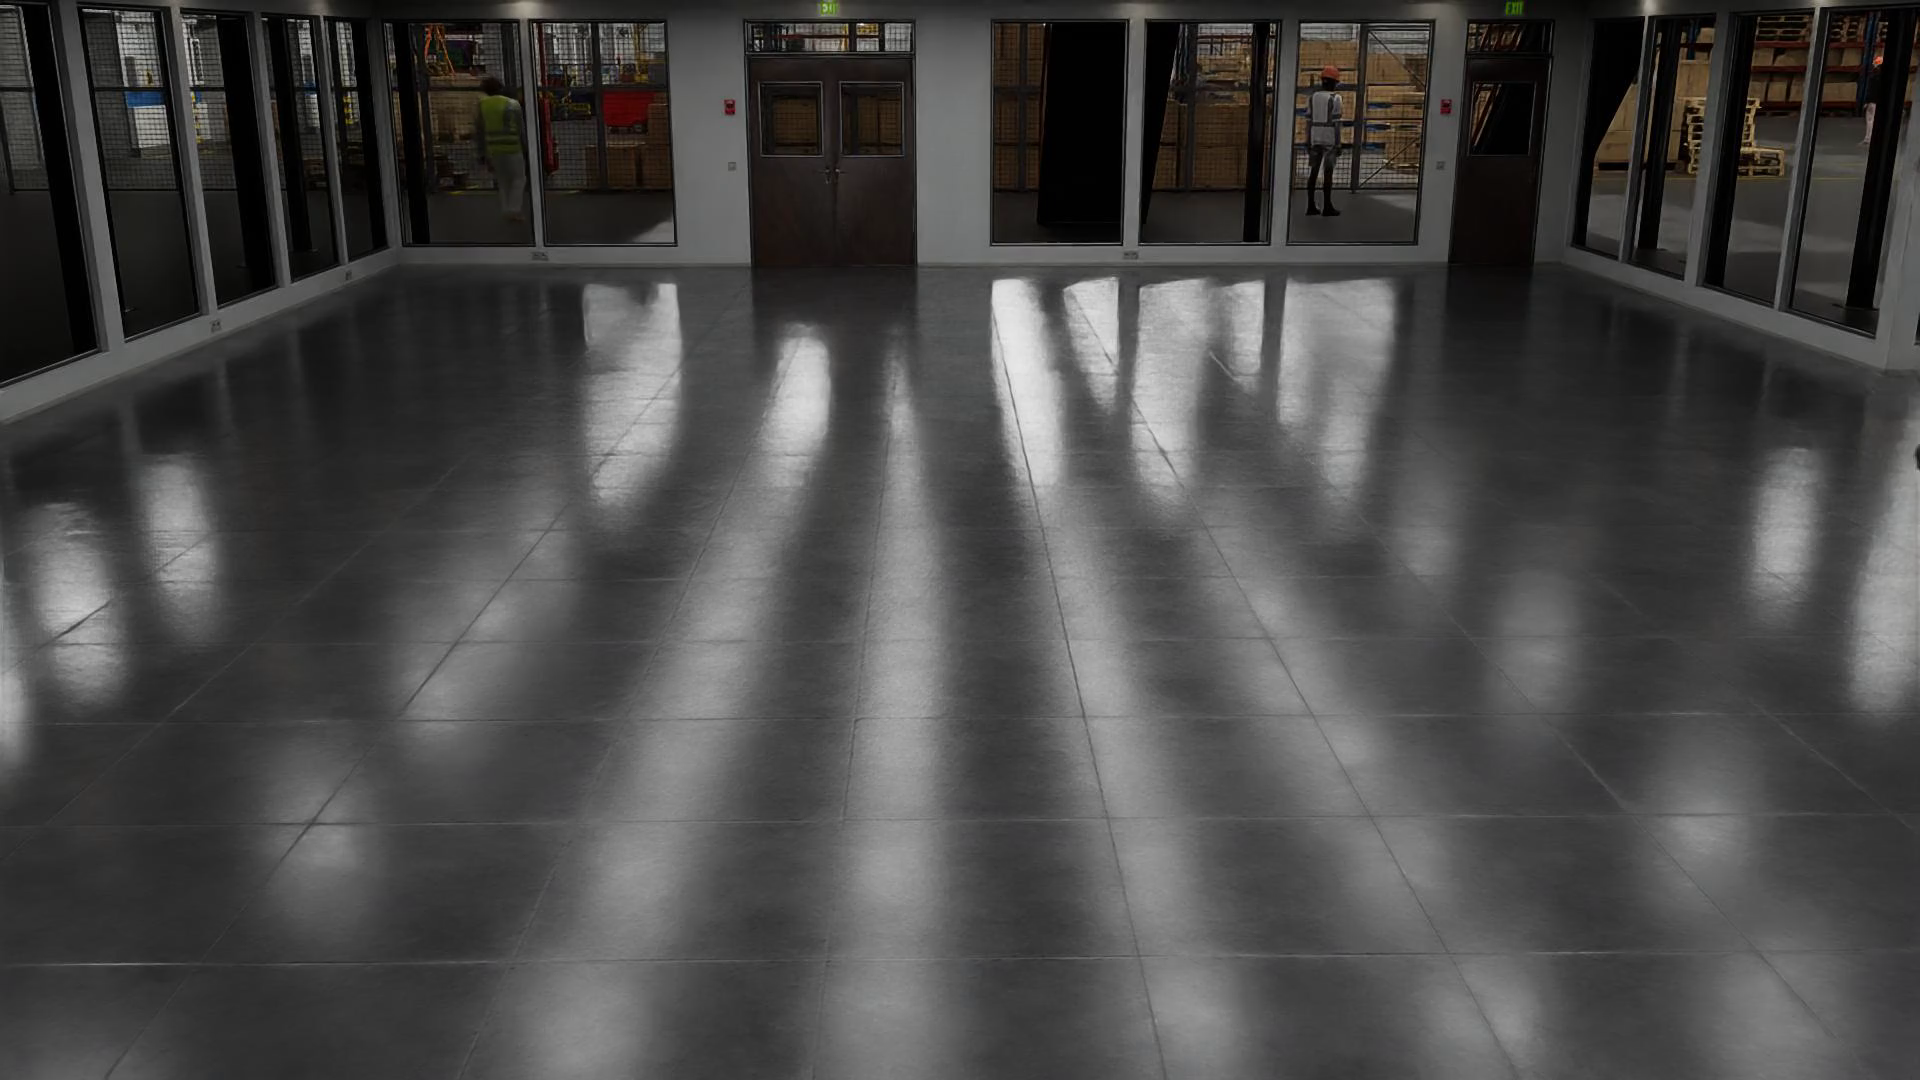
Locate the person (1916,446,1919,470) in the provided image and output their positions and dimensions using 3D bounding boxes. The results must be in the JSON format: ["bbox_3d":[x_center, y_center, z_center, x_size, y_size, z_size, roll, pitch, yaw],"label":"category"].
[{"bbox_3d":[3.351,-0.313,5.186,0.496,1.895,0.639,-6,18,-20],"label":"person"}]
